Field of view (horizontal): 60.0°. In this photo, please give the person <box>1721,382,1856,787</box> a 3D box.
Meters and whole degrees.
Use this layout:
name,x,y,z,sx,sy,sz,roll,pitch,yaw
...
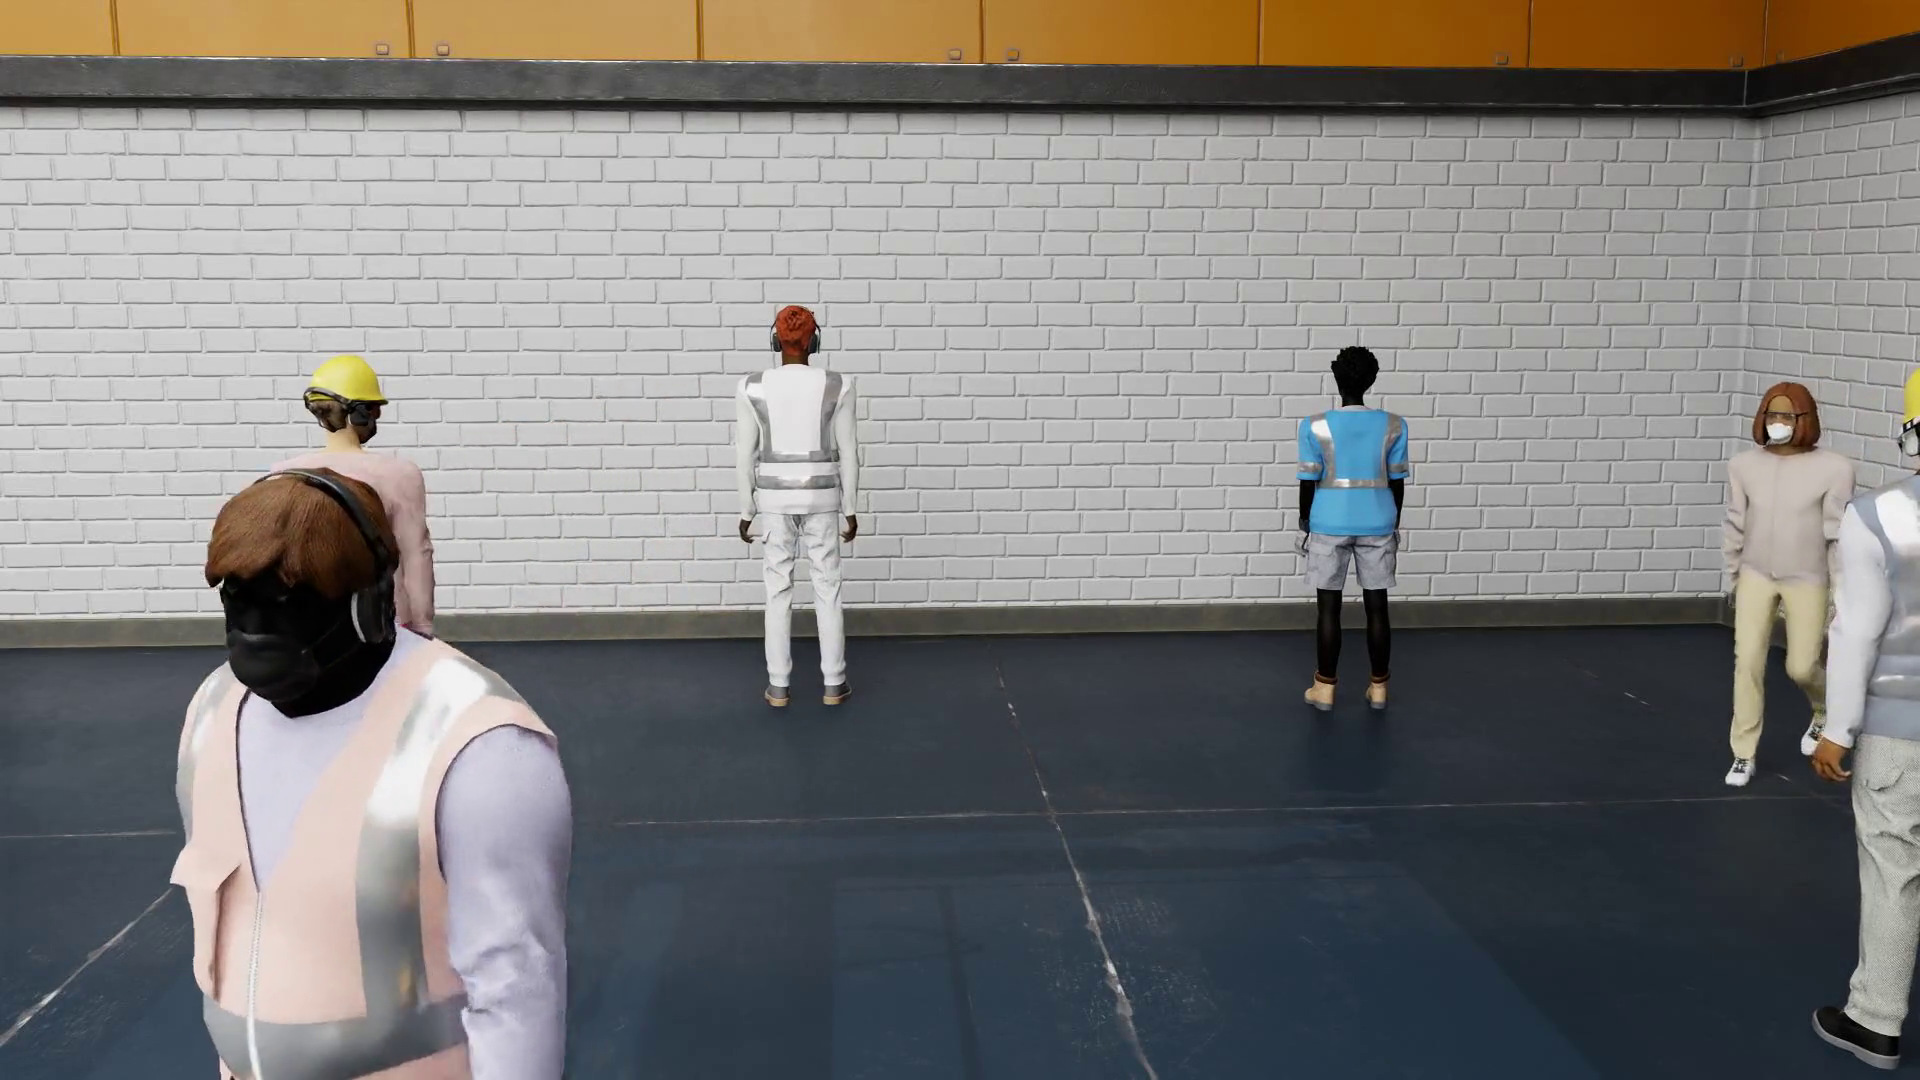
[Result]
name,x,y,z,sx,sy,sz,roll,pitch,yaw
person,3.320,0.165,6.647,0.576,1.616,0.509,-9,12,-43

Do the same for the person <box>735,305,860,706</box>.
name,x,y,z,sx,sy,sz,roll,pitch,yaw
person,-0.757,-0.153,7.813,0.575,1.883,0.362,0,9,-1

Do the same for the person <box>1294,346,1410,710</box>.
name,x,y,z,sx,sy,sz,roll,pitch,yaw
person,1.814,-0.048,7.731,0.535,1.697,0.322,0,9,-1

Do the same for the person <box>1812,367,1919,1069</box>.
name,x,y,z,sx,sy,sz,roll,pitch,yaw
person,2.472,0.443,4.243,0.591,1.828,0.404,0,9,-1

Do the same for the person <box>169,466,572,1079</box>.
name,x,y,z,sx,sy,sz,roll,pitch,yaw
person,-0.776,0.775,2.308,0.661,1.788,0.986,4,10,24

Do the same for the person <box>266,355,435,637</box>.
name,x,y,z,sx,sy,sz,roll,pitch,yaw
person,-1.981,0.281,5.464,0.525,1.765,0.329,0,9,-1
